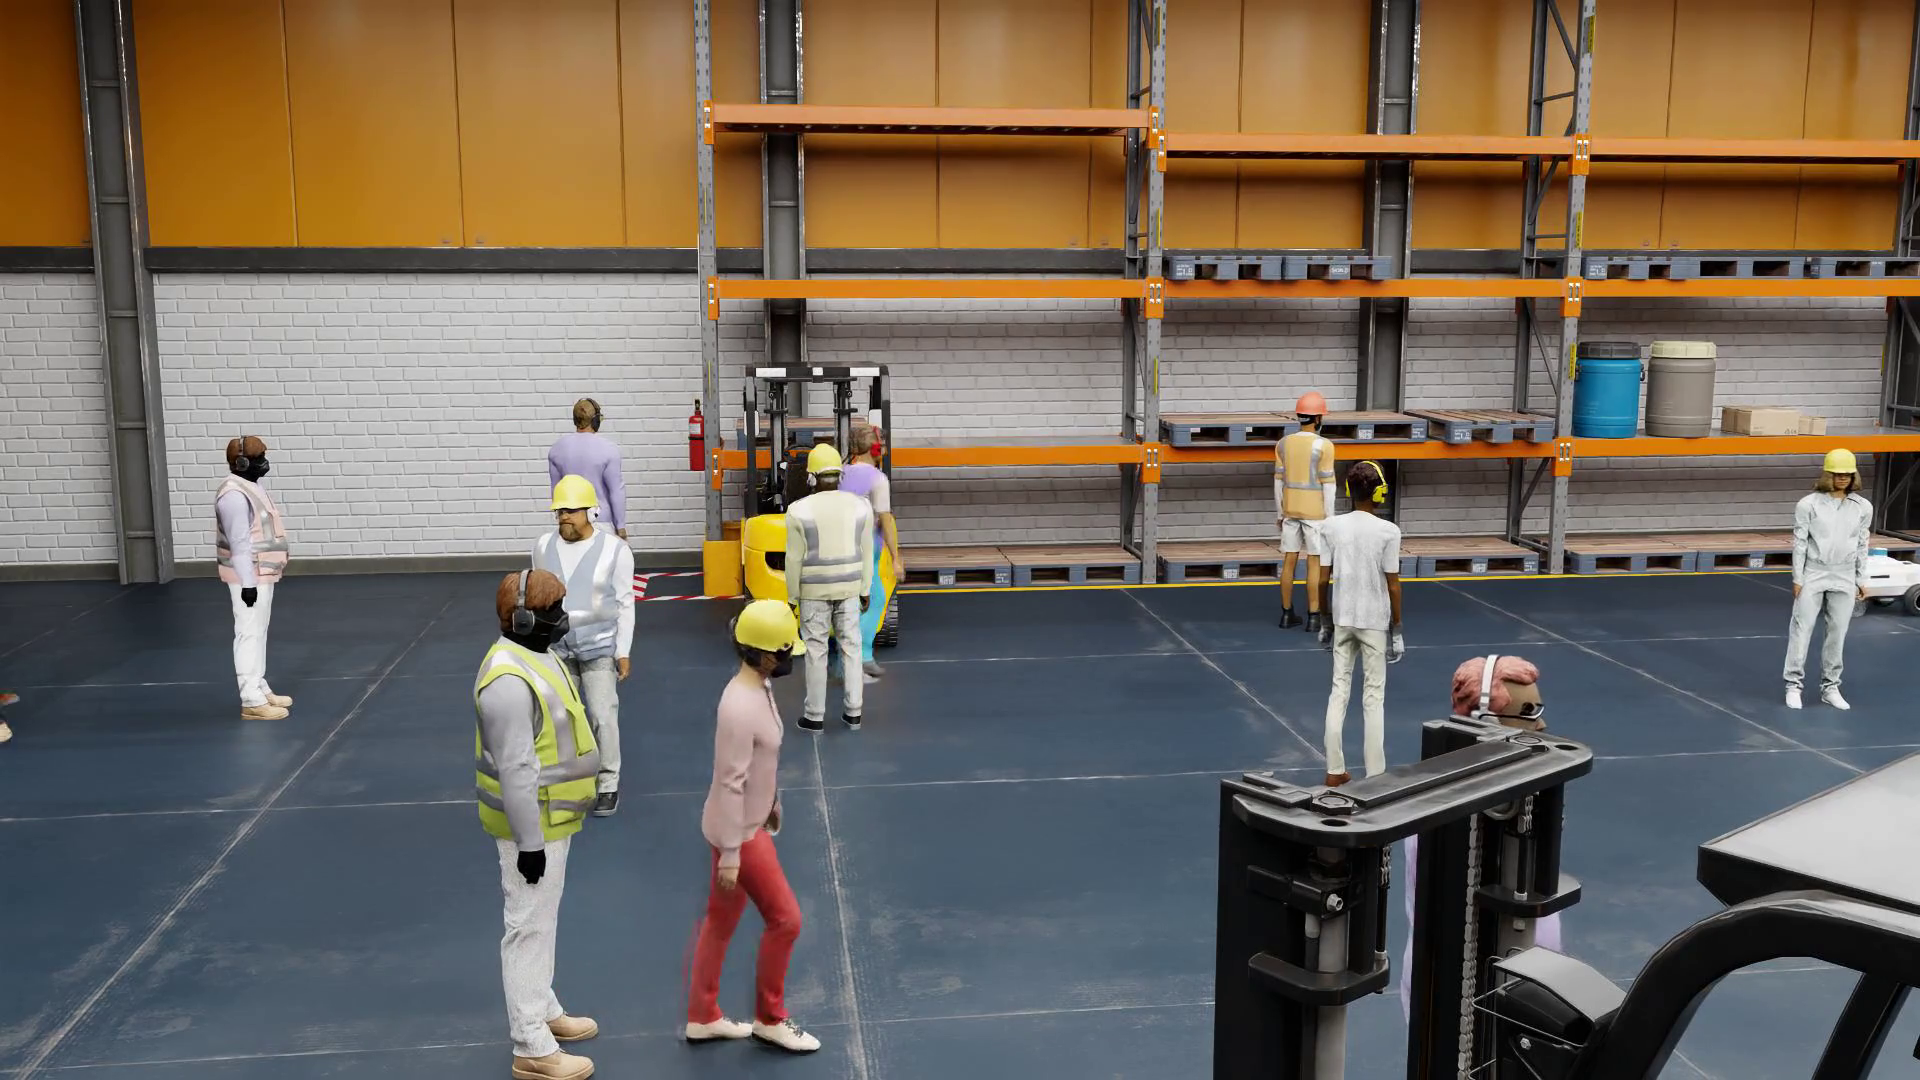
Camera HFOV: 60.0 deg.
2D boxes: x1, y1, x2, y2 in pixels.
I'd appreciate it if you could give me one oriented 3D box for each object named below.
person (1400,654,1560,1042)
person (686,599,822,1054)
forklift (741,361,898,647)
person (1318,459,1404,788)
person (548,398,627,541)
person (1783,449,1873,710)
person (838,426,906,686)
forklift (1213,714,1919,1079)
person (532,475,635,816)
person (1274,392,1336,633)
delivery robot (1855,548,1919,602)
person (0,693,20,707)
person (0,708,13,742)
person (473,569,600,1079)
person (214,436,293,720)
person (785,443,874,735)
[{"bbox_3d":[1.372,1.237,4.420,0.399,1.908,0.643,3,10,18],"label":"person"},{"bbox_3d":[-0.746,1.055,6.087,0.627,1.722,0.619,0,9,-2],"label":"person"},{"bbox_3d":[-1.154,-0.340,13.365,1.214,2.155,2.313,-1,9,-7],"label":"forklift"},{"bbox_3d":[2.226,0.484,9.230,0.521,1.874,0.328,8,12,39],"label":"person"},{"bbox_3d":[-2.853,-0.130,12.850,0.632,1.940,0.372,3,10,18],"label":"person"},{"bbox_3d":[5.758,0.262,11.012,0.487,1.744,0.313,1,9,6],"label":"person"},{"bbox_3d":[-0.642,0.114,11.694,0.597,1.814,0.620,-5,10,-29],"label":"person"},{"bbox_3d":[1.441,1.425,2.350,1.214,2.155,2.313,-7,12,-39],"label":"forklift"},{"bbox_3d":[-2.029,0.562,8.855,0.587,1.834,0.403,1,9,9],"label":"person"},{"bbox_3d":[2.801,-0.225,13.446,0.371,1.938,0.543,-9,13,-43],"label":"person"},{"bbox_3d":[7.803,0.309,14.125,0.707,0.478,0.477,-2,9,-10],"label":"delivery robot"},{"bbox_3d":[-6.484,0.239,10.697,0.752,1.900,0.659,-4,10,-24],"label":"person"},{"bbox_3d":[-6.225,0.259,10.106,0.619,2.000,0.742,-7,11,-36],"label":"person"},{"bbox_3d":[-1.518,1.012,6.026,0.429,1.844,0.624,-1,9,-8],"label":"person"},{"bbox_3d":[-4.594,0.241,10.841,0.429,1.844,0.623,-3,9,-15],"label":"person"},{"bbox_3d":[-0.828,0.307,10.445,0.590,1.835,0.404,-4,10,-26],"label":"person"}]
